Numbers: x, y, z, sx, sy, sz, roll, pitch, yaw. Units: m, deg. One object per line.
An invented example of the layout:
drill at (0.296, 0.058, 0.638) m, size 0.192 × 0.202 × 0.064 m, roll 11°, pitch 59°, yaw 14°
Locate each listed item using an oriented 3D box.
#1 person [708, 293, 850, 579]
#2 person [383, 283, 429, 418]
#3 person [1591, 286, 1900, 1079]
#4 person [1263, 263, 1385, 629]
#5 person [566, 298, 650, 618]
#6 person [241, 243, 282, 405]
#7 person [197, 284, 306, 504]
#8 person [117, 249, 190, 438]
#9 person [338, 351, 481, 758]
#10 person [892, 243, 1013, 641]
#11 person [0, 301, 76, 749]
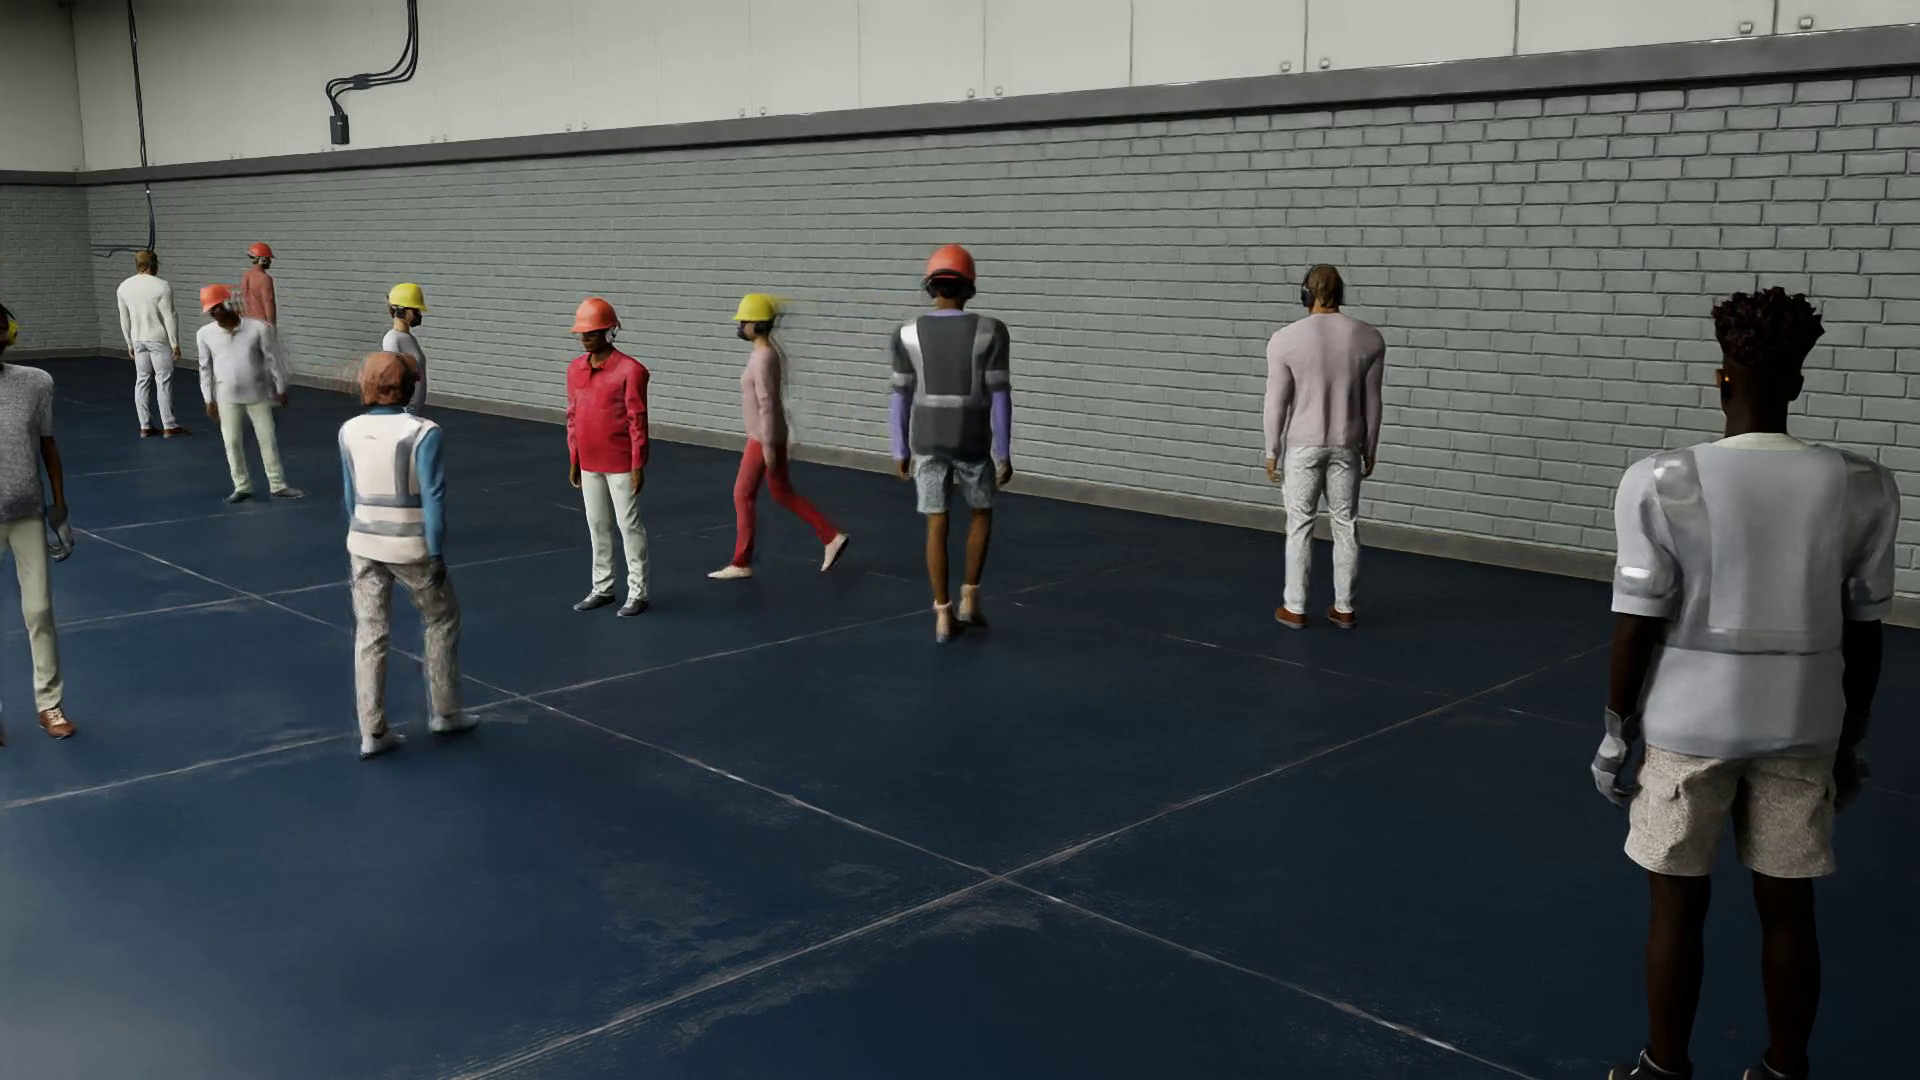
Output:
person at (-1.102, -0.624, 10.061) m, size 0.799 × 1.741 × 0.517 m, roll 0°, pitch 10°, yaw 0°
person at (-3.683, -0.832, 11.139) m, size 0.316 × 1.765 × 0.523 m, roll -1°, pitch 10°, yaw -6°
person at (1.757, 0.417, 3.773) m, size 0.610 × 1.964 × 0.366 m, roll 1°, pitch 10°, yaw 6°
person at (1.905, -0.481, 8.781) m, size 0.634 × 1.930 × 0.385 m, roll -1°, pitch 10°, yaw -5°
person at (-1.946, -0.446, 9.092) m, size 0.568 × 1.744 × 0.358 m, roll 6°, pitch 12°, yaw 31°
person at (-8.548, -2.642, 20.406) m, size 0.618 × 1.986 × 0.409 m, roll 9°, pitch 13°, yaw 39°
person at (-5.510, -1.129, 12.920) m, size 0.711 × 1.705 × 0.388 m, roll -3°, pitch 11°, yaw -18°
person at (-8.310, -2.017, 17.123) m, size 0.628 × 1.940 × 0.373 m, roll 2°, pitch 11°, yaw 11°
person at (-2.244, 0.043, 6.757) m, size 0.537 × 1.608 × 0.659 m, roll 4°, pitch 11°, yaw 20°
person at (-0.029, -0.499, 8.589) m, size 0.635 × 2.029 × 0.524 m, roll 2°, pitch 11°, yaw 10°
person at (-3.892, -0.076, 6.767) m, size 0.502 × 1.861 × 0.327 m, roll -10°, pitch 14°, yaw -42°
